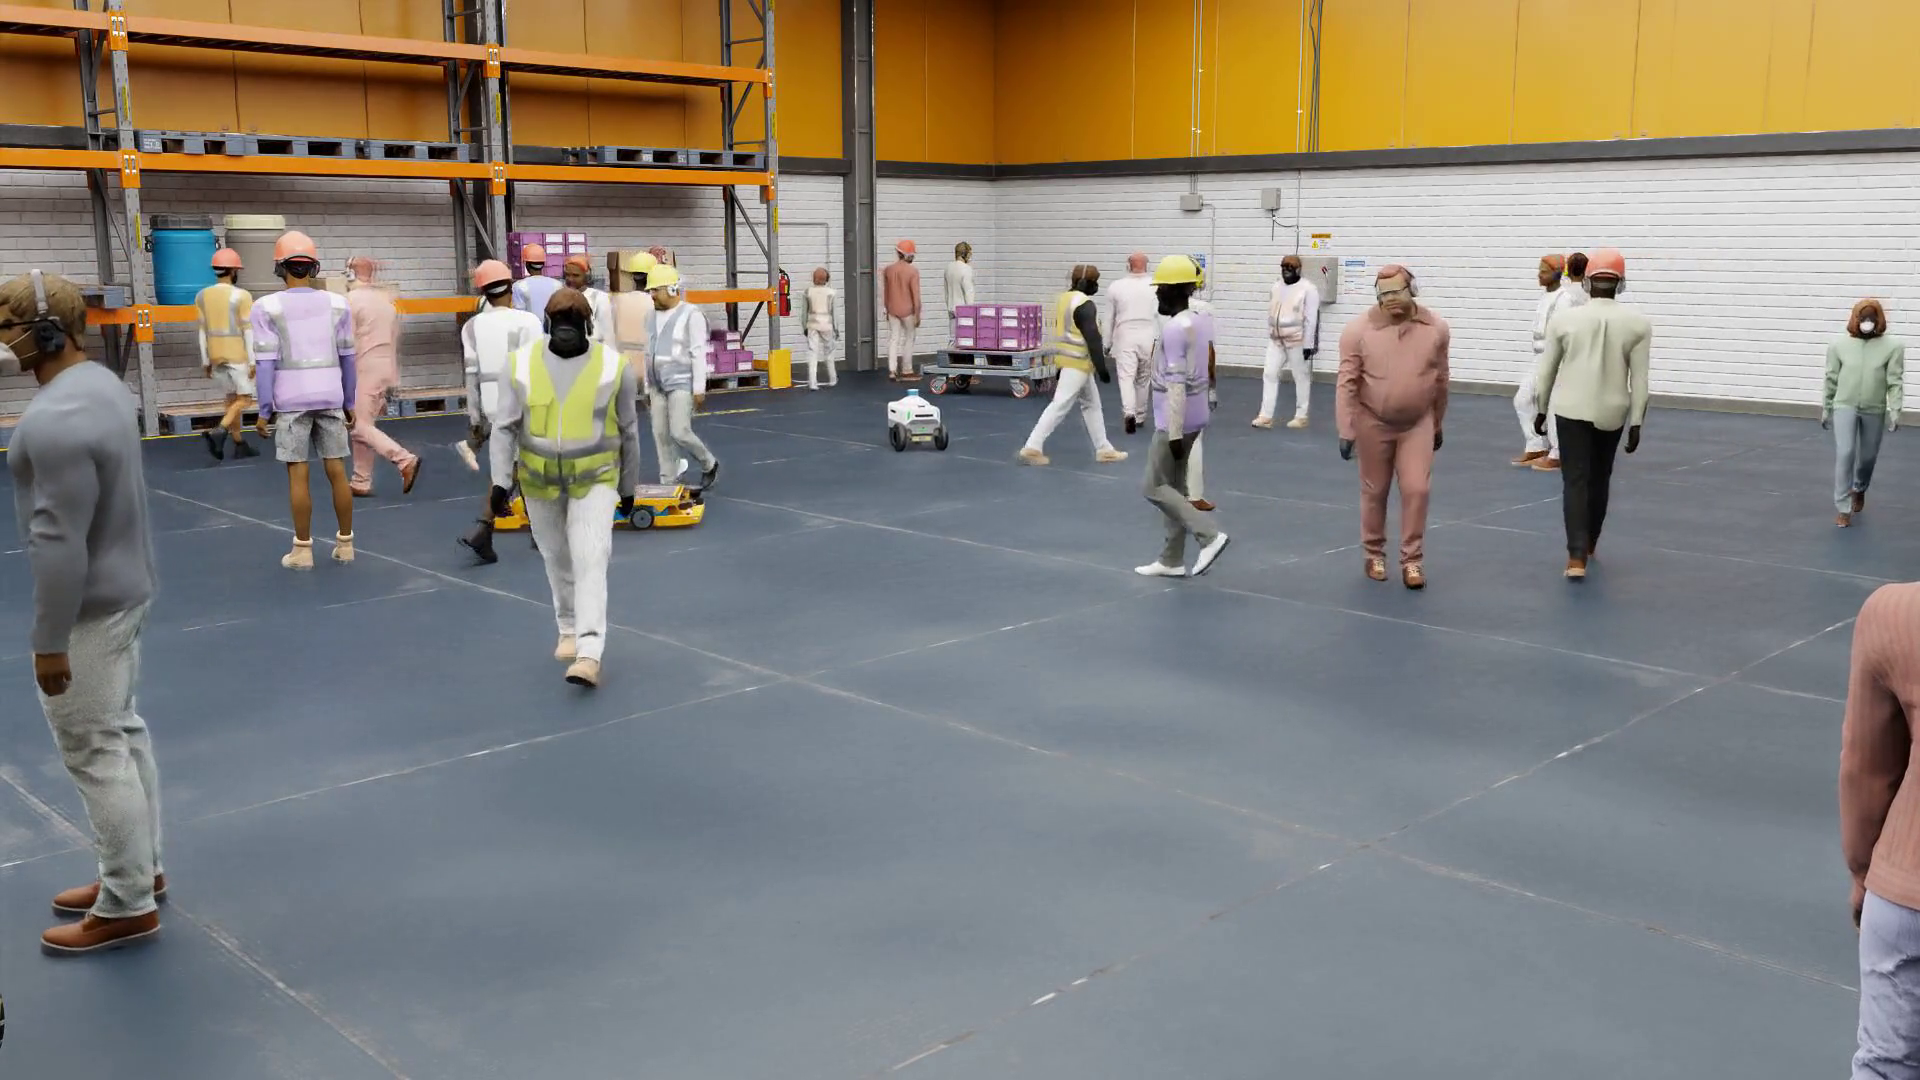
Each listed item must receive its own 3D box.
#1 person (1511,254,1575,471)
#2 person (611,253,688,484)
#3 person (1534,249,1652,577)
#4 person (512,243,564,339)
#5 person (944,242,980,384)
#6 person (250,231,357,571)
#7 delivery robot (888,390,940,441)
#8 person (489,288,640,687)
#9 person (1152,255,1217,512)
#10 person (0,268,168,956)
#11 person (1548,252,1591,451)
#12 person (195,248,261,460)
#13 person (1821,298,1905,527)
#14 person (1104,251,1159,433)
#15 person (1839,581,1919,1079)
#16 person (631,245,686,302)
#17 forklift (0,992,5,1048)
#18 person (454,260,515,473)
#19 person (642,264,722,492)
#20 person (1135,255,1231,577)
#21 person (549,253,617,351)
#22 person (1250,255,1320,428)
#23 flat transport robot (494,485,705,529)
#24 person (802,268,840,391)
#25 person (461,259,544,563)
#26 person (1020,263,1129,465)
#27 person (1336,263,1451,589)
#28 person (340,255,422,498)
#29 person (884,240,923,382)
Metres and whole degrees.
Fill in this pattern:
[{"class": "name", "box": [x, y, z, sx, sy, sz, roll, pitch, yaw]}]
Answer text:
[{"class": "person", "box": [5.008, -1.515, 14.291, 0.575, 1.861, 0.603, 0, 10, -1]}, {"class": "person", "box": [-2.540, -1.348, 13.345, 0.596, 1.876, 0.990, 3, 11, 14]}, {"class": "person", "box": [3.798, -0.770, 10.022, 0.607, 1.945, 1.030, 2, 11, 10]}, {"class": "person", "box": [-4.248, -2.012, 16.783, 0.543, 1.943, 0.348, -7, 13, -34]}, {"class": "person", "box": [0.019, -3.081, 22.635, 0.373, 1.936, 0.629, -6, 12, -31]}, {"class": "person", "box": [-3.961, -0.832, 10.075, 0.605, 2.045, 0.377, -9, 14, -40]}, {"class": "delivery robot", "box": [-0.443, -1.189, 15.826, 0.477, 0.478, 0.707, -3, 11, -18]}, {"class": "person", "box": [-1.801, -0.253, 7.626, 0.626, 1.786, 0.989, 0, 10, -2]}, {"class": "person", "box": [1.648, -1.131, 12.180, 0.524, 1.871, 0.325, 6, 12, 31]}, {"class": "person", "box": [-2.487, 0.205, 4.725, 0.378, 1.933, 0.637, -3, 11, -17]}, {"class": "person", "box": [5.725, -1.742, 15.527, 0.519, 1.865, 0.326, 5, 11, 24]}, {"class": "person", "box": [-6.553, -1.637, 14.832, 0.550, 1.918, 0.747, 2, 11, 13]}, {"class": "person", "box": [6.379, -0.920, 11.792, 0.497, 1.600, 0.778, 5, 11, 24]}, {"class": "person", "box": [1.818, -2.051, 17.200, 0.647, 1.871, 0.949, 1, 10, 3]}, {"class": "person", "box": [1.743, 0.641, 2.819, 0.320, 1.762, 0.522, -5, 12, -28]}, {"class": "person", "box": [-3.531, -2.511, 19.624, 0.637, 1.902, 0.406, -1, 10, -4]}, {"class": "forklift", "box": [-3.245, 0.323, 3.363, 2.313, 2.155, 1.214, 2, 11, 13]}, {"class": "person", "box": [-3.920, -1.413, 13.848, 0.614, 1.825, 0.529, -7, 13, -35]}, {"class": "person", "box": [-2.156, -1.185, 12.651, 0.601, 1.808, 0.535, 7, 13, 34]}, {"class": "person", "box": [1.310, -0.702, 9.722, 0.506, 1.910, 0.593, 5, 11, 24]}, {"class": "person", "box": [-3.038, -1.332, 13.242, 0.597, 1.871, 0.561, 10, 14, 43]}, {"class": "person", "box": [3.381, -2.046, 17.312, 0.846, 1.811, 0.649, -9, 14, -42]}, {"class": "flat transport robot", "box": [-2.535, -0.244, 11.701, 1.431, 0.197, 0.652, -1, 10, -6]}, {"class": "person", "box": [-1.825, -2.764, 21.824, 0.536, 1.586, 0.856, 2, 11, 9]}, {"class": "person", "box": [-2.882, -0.822, 10.476, 0.569, 1.881, 0.971, 4, 11, 23]}, {"class": "person", "box": [0.992, -1.546, 14.710, 1.012, 1.791, 0.617, -2, 11, -9]}, {"class": "person", "box": [2.486, -0.647, 9.562, 0.665, 1.864, 0.777, 1, 10, 6]}, {"class": "person", "box": [-4.493, -1.242, 12.766, 0.703, 1.877, 0.668, 2, 11, 10]}, {"class": "person", "box": [-0.816, -3.158, 23.011, 0.689, 1.952, 0.701, 6, 12, 30]}]
